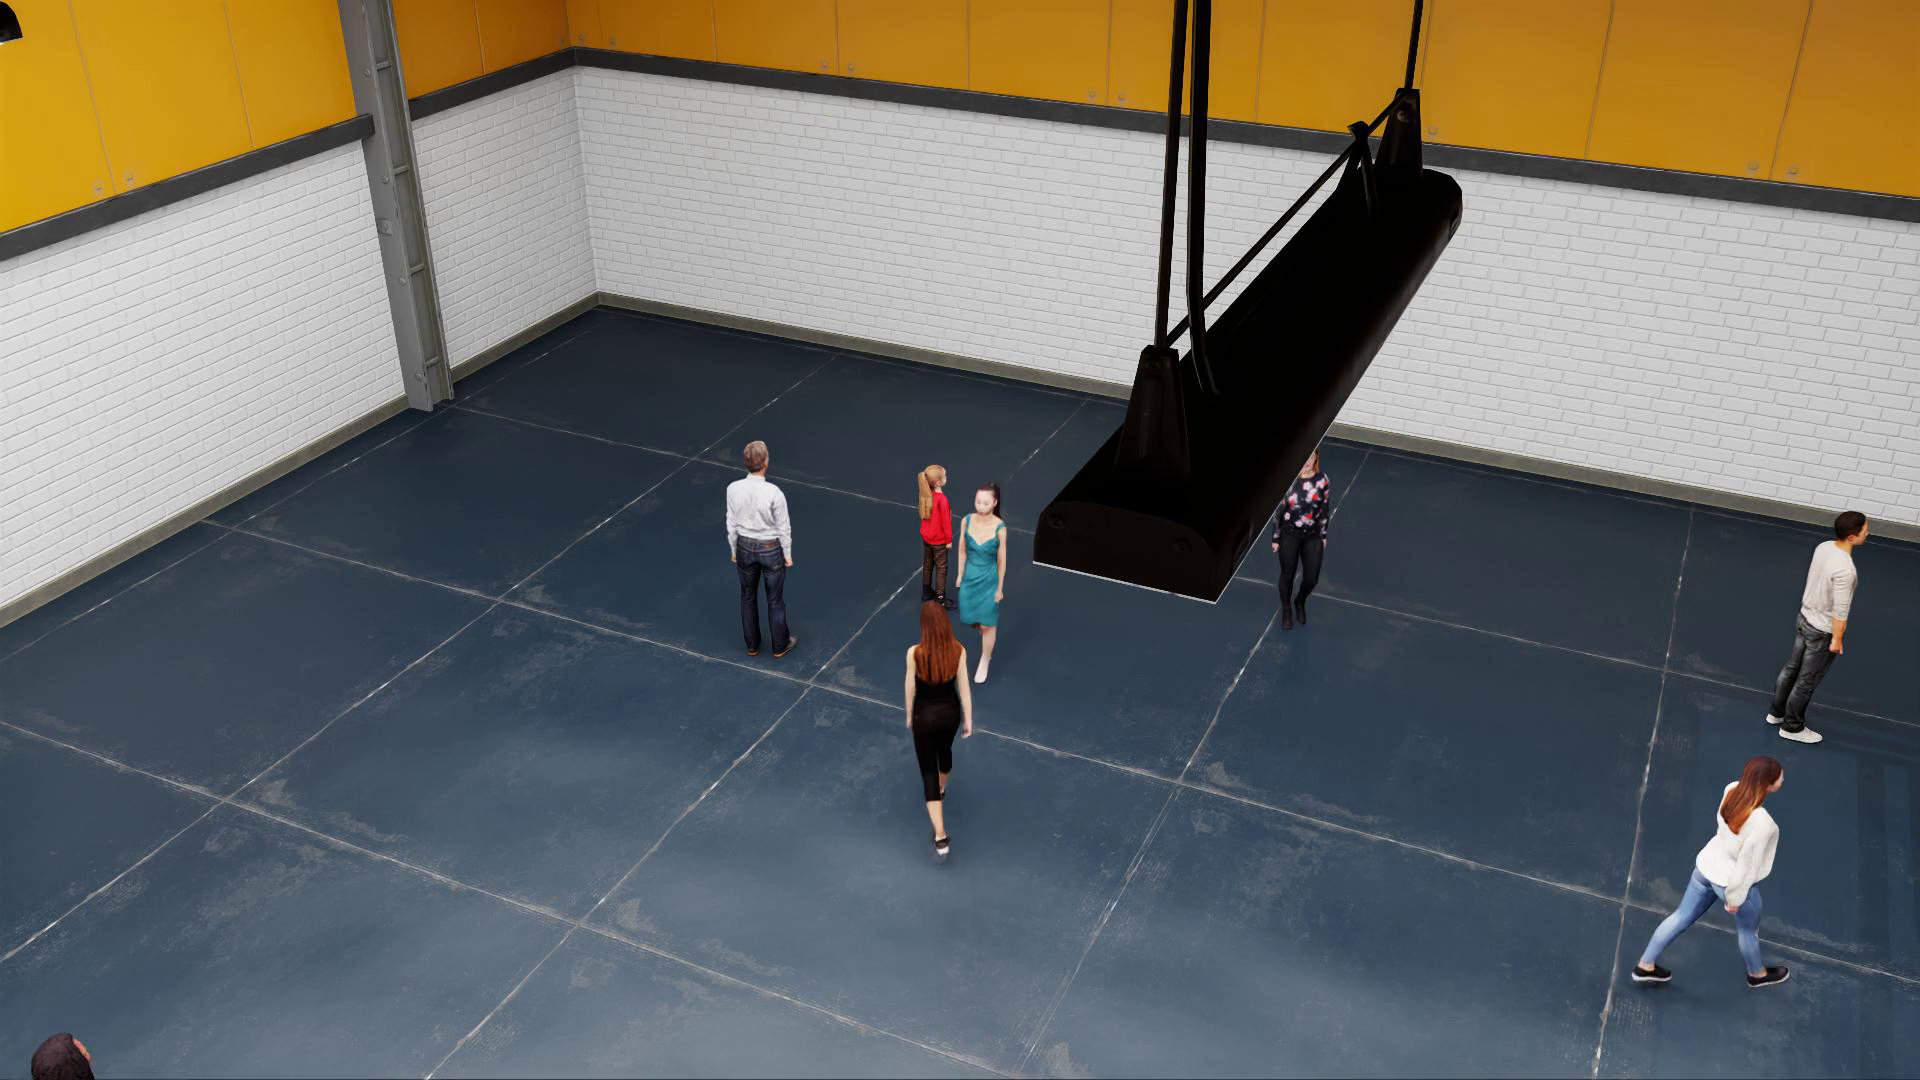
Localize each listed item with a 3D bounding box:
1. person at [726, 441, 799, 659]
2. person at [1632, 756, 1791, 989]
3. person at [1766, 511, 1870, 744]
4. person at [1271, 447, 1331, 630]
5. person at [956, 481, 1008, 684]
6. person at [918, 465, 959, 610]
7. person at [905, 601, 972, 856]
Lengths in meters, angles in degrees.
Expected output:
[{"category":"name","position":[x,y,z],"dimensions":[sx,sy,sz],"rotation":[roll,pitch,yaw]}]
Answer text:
[{"category":"person","position":[-1.547,0.070,12.872],"dimensions":[0.703,1.819,0.631],"rotation":[6,29,11]},{"category":"person","position":[4.333,1.965,9.584],"dimensions":[1.074,1.642,1.171],"rotation":[-3,29,-5]},{"category":"person","position":[6.153,0.598,11.913],"dimensions":[0.791,1.811,0.621],"rotation":[1,29,2]},{"category":"person","position":[2.712,-0.077,13.294],"dimensions":[0.676,1.673,0.673],"rotation":[3,29,5]},{"category":"person","position":[0.203,0.292,12.614],"dimensions":[0.563,1.676,0.667],"rotation":[15,32,25]},{"category":"person","position":[-0.196,-0.035,13.627],"dimensions":[0.605,1.281,0.576],"rotation":[-20,35,-32]},{"category":"person","position":[-0.144,1.238,10.866],"dimensions":[1.036,1.690,1.163],"rotation":[-5,29,-9]}]
